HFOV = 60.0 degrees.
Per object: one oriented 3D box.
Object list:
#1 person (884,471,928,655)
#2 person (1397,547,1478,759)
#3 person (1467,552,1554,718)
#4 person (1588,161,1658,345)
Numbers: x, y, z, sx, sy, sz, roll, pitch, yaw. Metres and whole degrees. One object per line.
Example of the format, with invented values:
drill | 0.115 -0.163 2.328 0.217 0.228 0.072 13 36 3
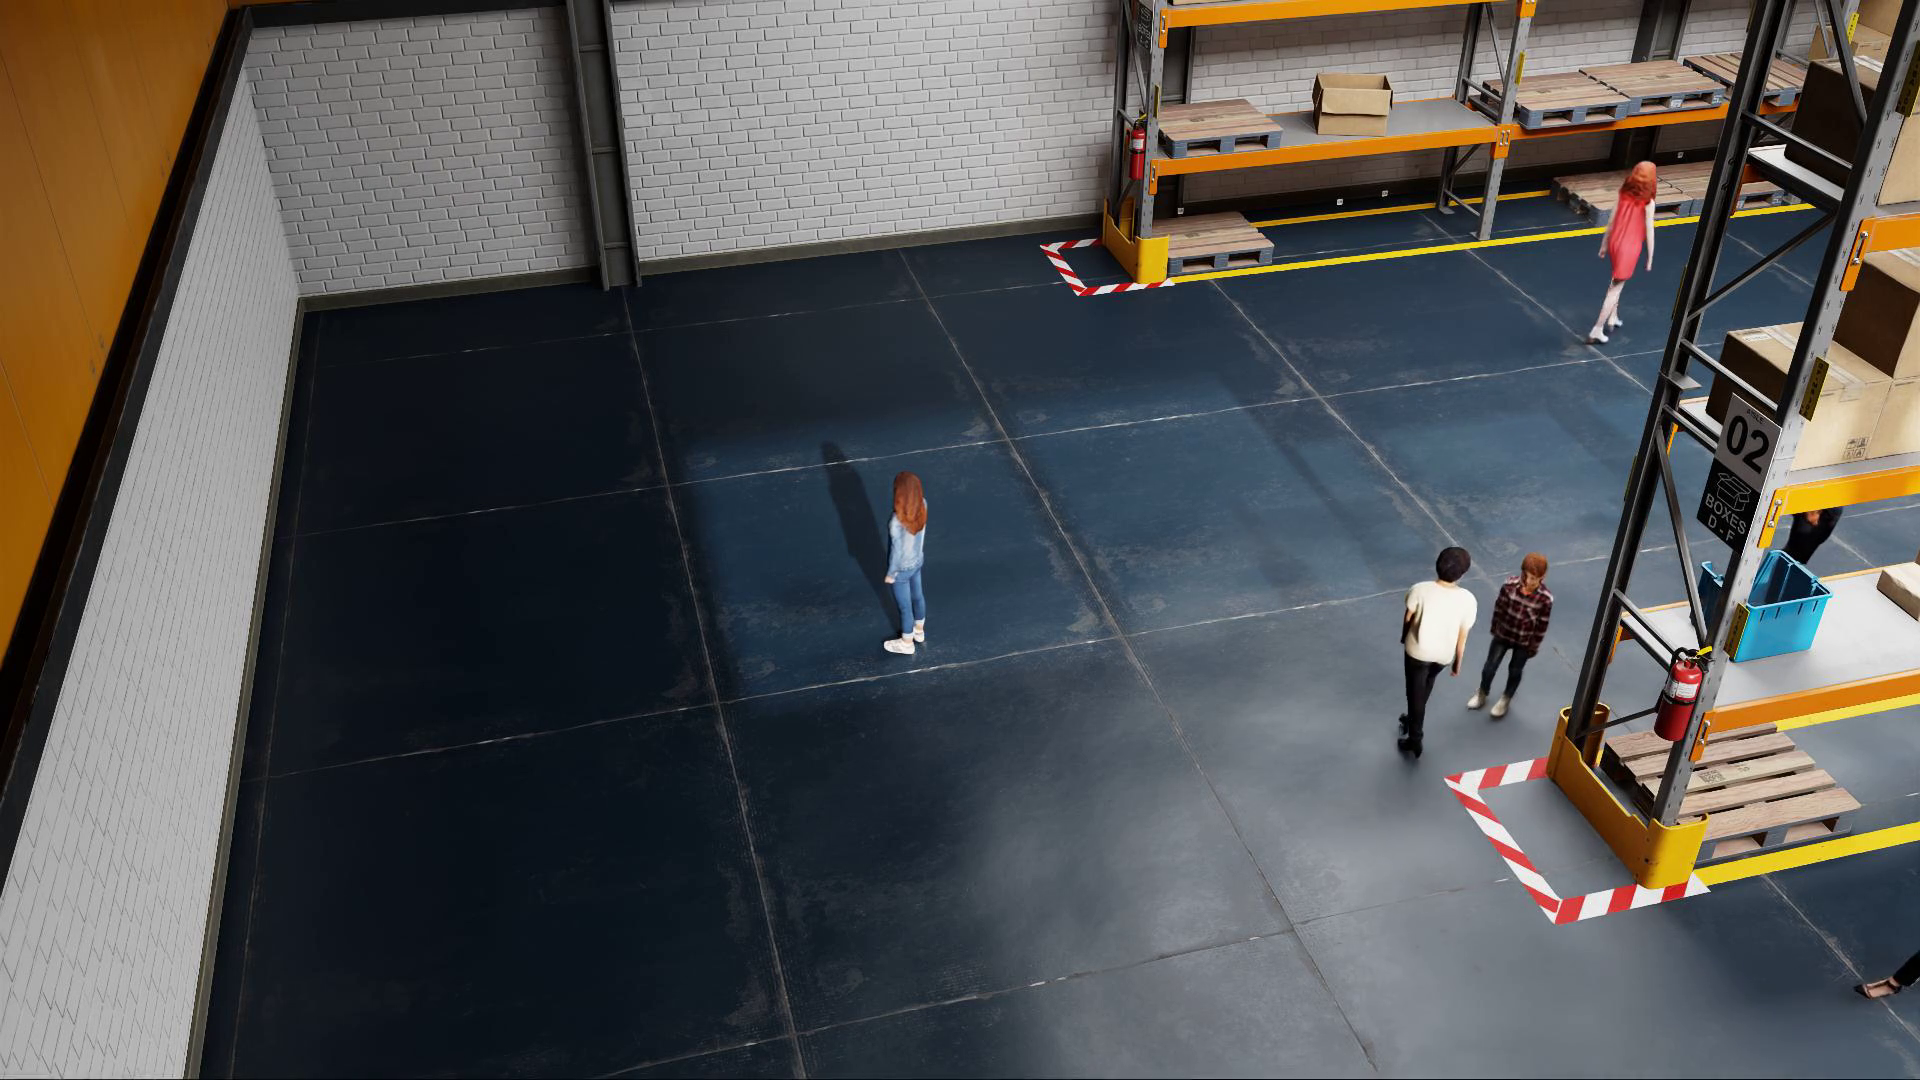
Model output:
person | -0.375 0.150 11.804 0.691 1.477 0.634 17 37 24
person | 3.083 0.771 10.783 0.648 1.574 0.712 -2 34 -3
person | 3.807 0.603 11.281 0.632 1.301 0.688 24 41 32
person | 6.228 -2.690 15.780 0.879 1.806 0.739 -18 38 -25
